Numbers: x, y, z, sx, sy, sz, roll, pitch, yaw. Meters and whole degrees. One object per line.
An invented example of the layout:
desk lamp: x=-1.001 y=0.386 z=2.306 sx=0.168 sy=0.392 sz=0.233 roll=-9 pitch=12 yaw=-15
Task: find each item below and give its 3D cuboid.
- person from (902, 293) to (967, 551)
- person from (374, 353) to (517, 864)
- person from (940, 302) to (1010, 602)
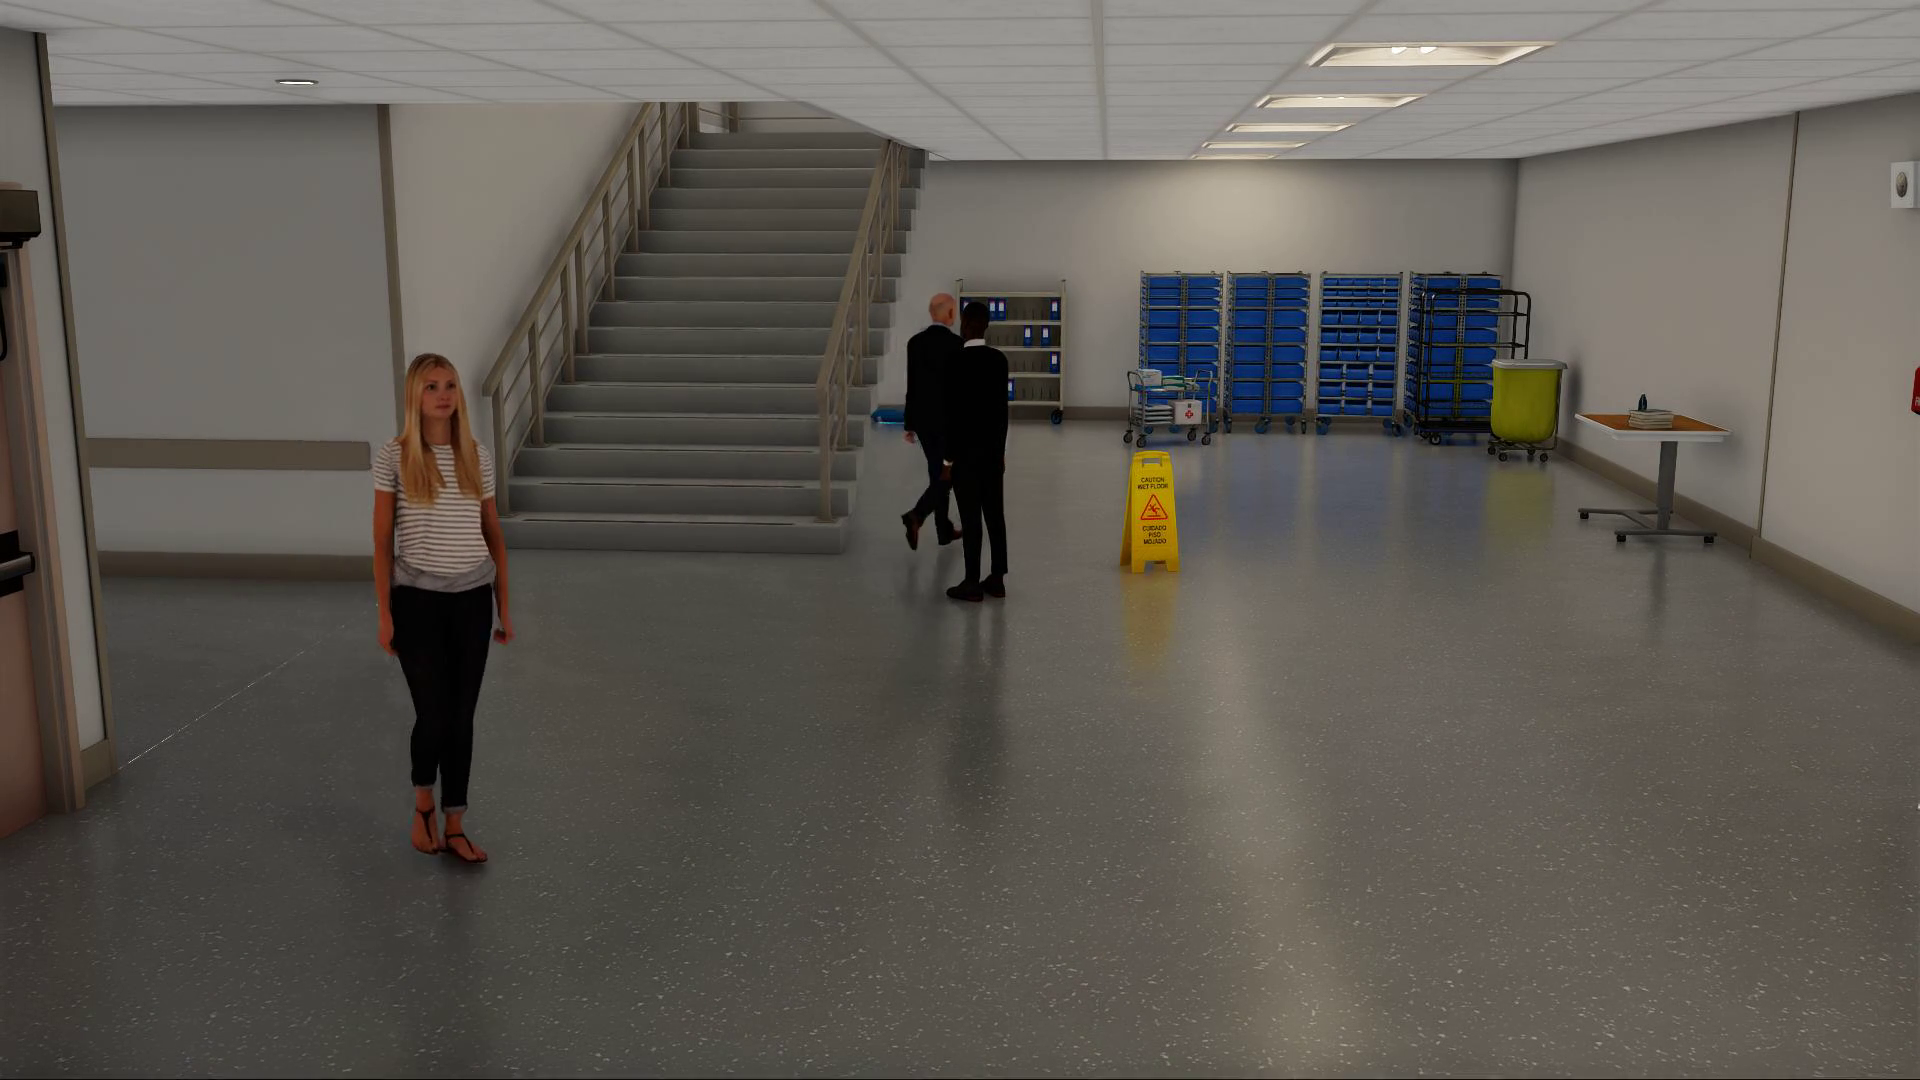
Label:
person: x=-0.194 y=-0.796 z=11.538 sx=1.000 sy=1.777 sz=1.206 roll=7 pitch=13 yaw=31
person: x=-1.894 y=0.246 z=5.932 sx=0.751 sy=1.820 sz=0.816 roll=-9 pitch=14 yaw=-41
person: x=0.119 y=-0.538 z=10.096 sx=0.720 sy=1.808 sz=0.765 roll=-8 pitch=13 yaw=-36
